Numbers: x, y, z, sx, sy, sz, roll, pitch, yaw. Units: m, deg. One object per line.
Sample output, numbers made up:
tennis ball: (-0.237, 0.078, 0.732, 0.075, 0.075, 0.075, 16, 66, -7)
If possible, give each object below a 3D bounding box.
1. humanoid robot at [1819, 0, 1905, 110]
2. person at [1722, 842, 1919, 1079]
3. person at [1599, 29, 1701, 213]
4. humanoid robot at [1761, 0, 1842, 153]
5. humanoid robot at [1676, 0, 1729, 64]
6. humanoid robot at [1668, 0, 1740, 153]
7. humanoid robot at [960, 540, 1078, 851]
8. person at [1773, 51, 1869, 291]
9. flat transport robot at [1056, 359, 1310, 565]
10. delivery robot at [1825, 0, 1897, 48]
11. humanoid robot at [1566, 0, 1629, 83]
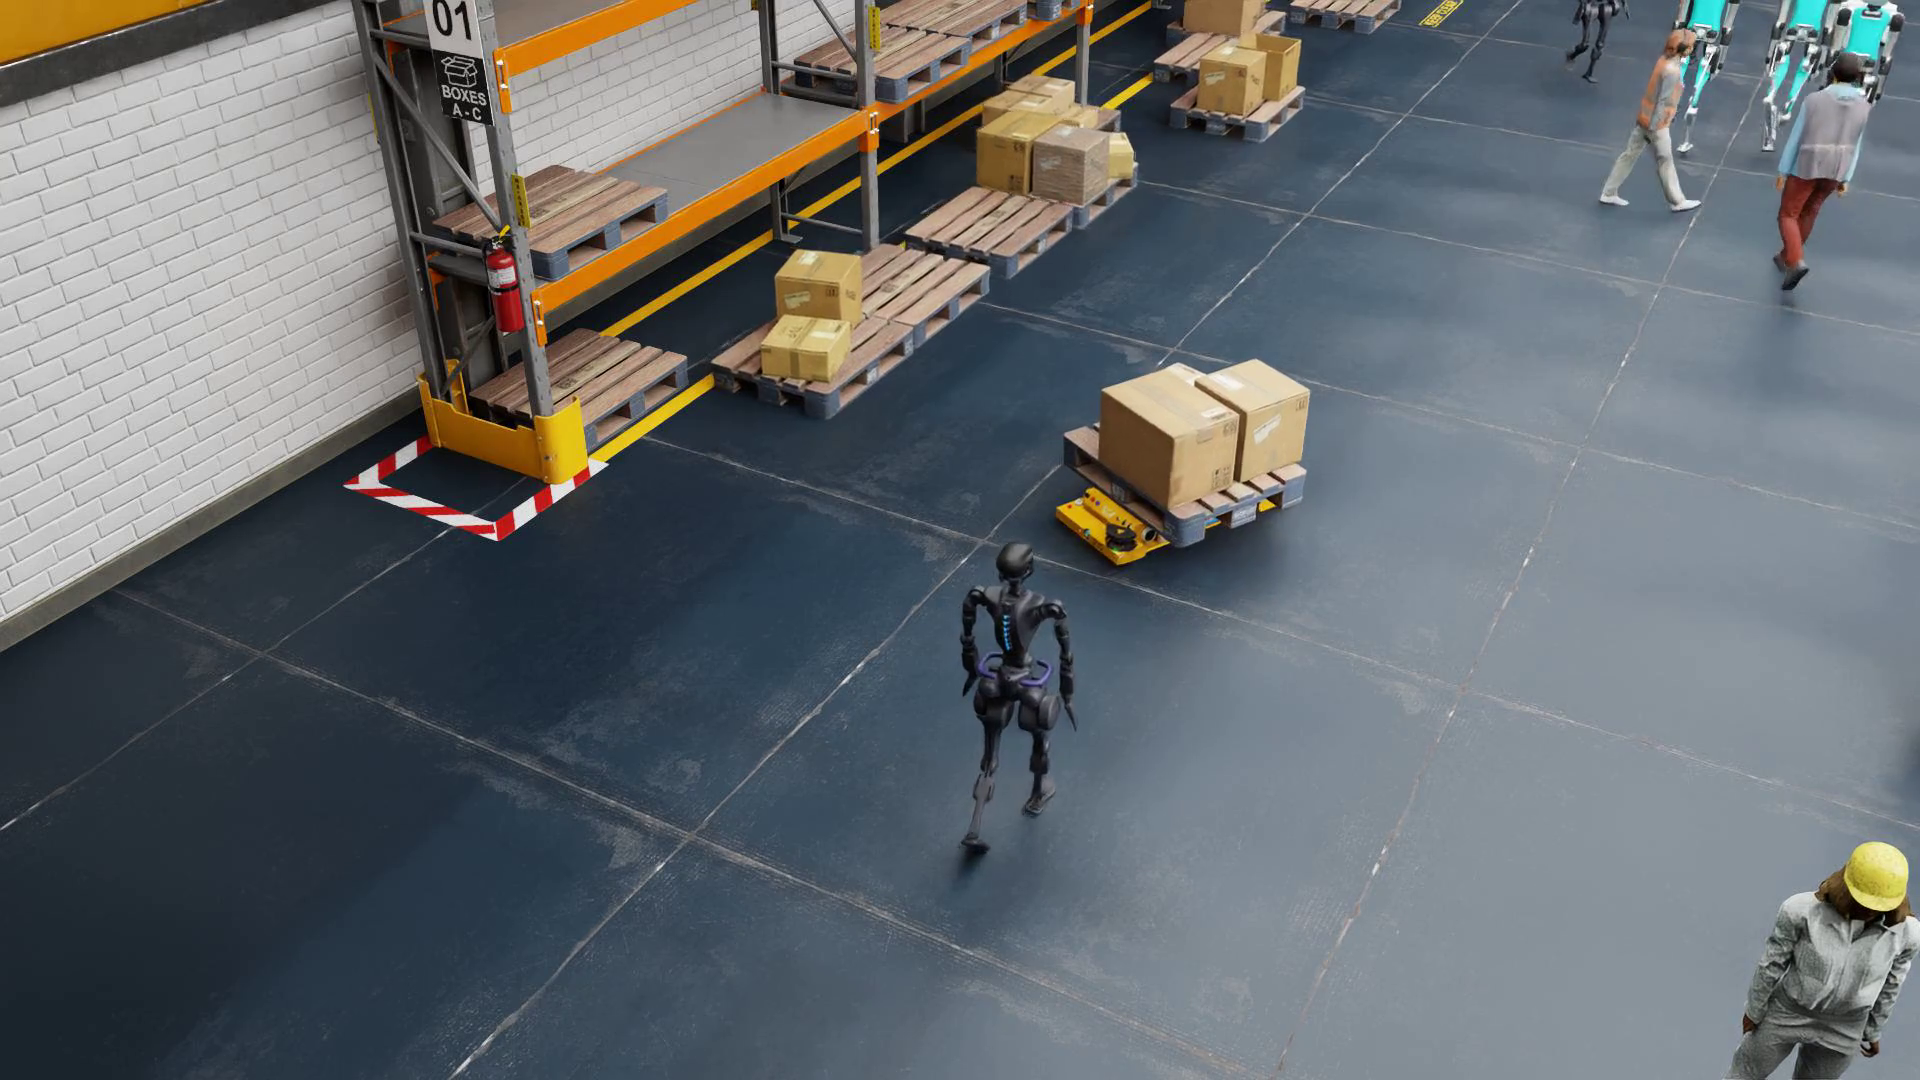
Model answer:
humanoid robot: (7.884, -3.922, 14.773, 0.533, 1.772, 0.953, 17, 37, 24)
person: (3.154, 1.770, 6.132, 0.491, 1.742, 0.320, 8, 34, 12)
person: (6.124, -3.615, 14.400, 0.860, 1.594, 0.533, 6, 34, 8)
humanoid robot: (7.786, -4.426, 15.534, 0.536, 1.732, 1.020, 15, 36, 22)
humanoid robot: (8.151, -6.056, 18.051, 0.590, 1.641, 0.626, 22, 39, 29)
humanoid robot: (6.810, -4.452, 15.457, 0.534, 1.694, 0.719, 17, 37, 24)
humanoid robot: (0.243, 0.740, 7.776, 0.599, 1.644, 0.691, 12, 35, 18)
person: (6.753, -2.896, 13.100, 0.560, 1.842, 0.769, 4, 34, 5)
flat transport robot: (1.377, -0.271, 10.558, 1.431, 0.231, 0.659, -20, 38, -27)
delivery robot: (10.180, -5.903, 18.800, 0.729, 0.573, 0.512, -8, 34, -11)
humanoid robot: (6.714, -5.649, 17.422, 0.599, 1.648, 0.414, -5, 34, -8)
